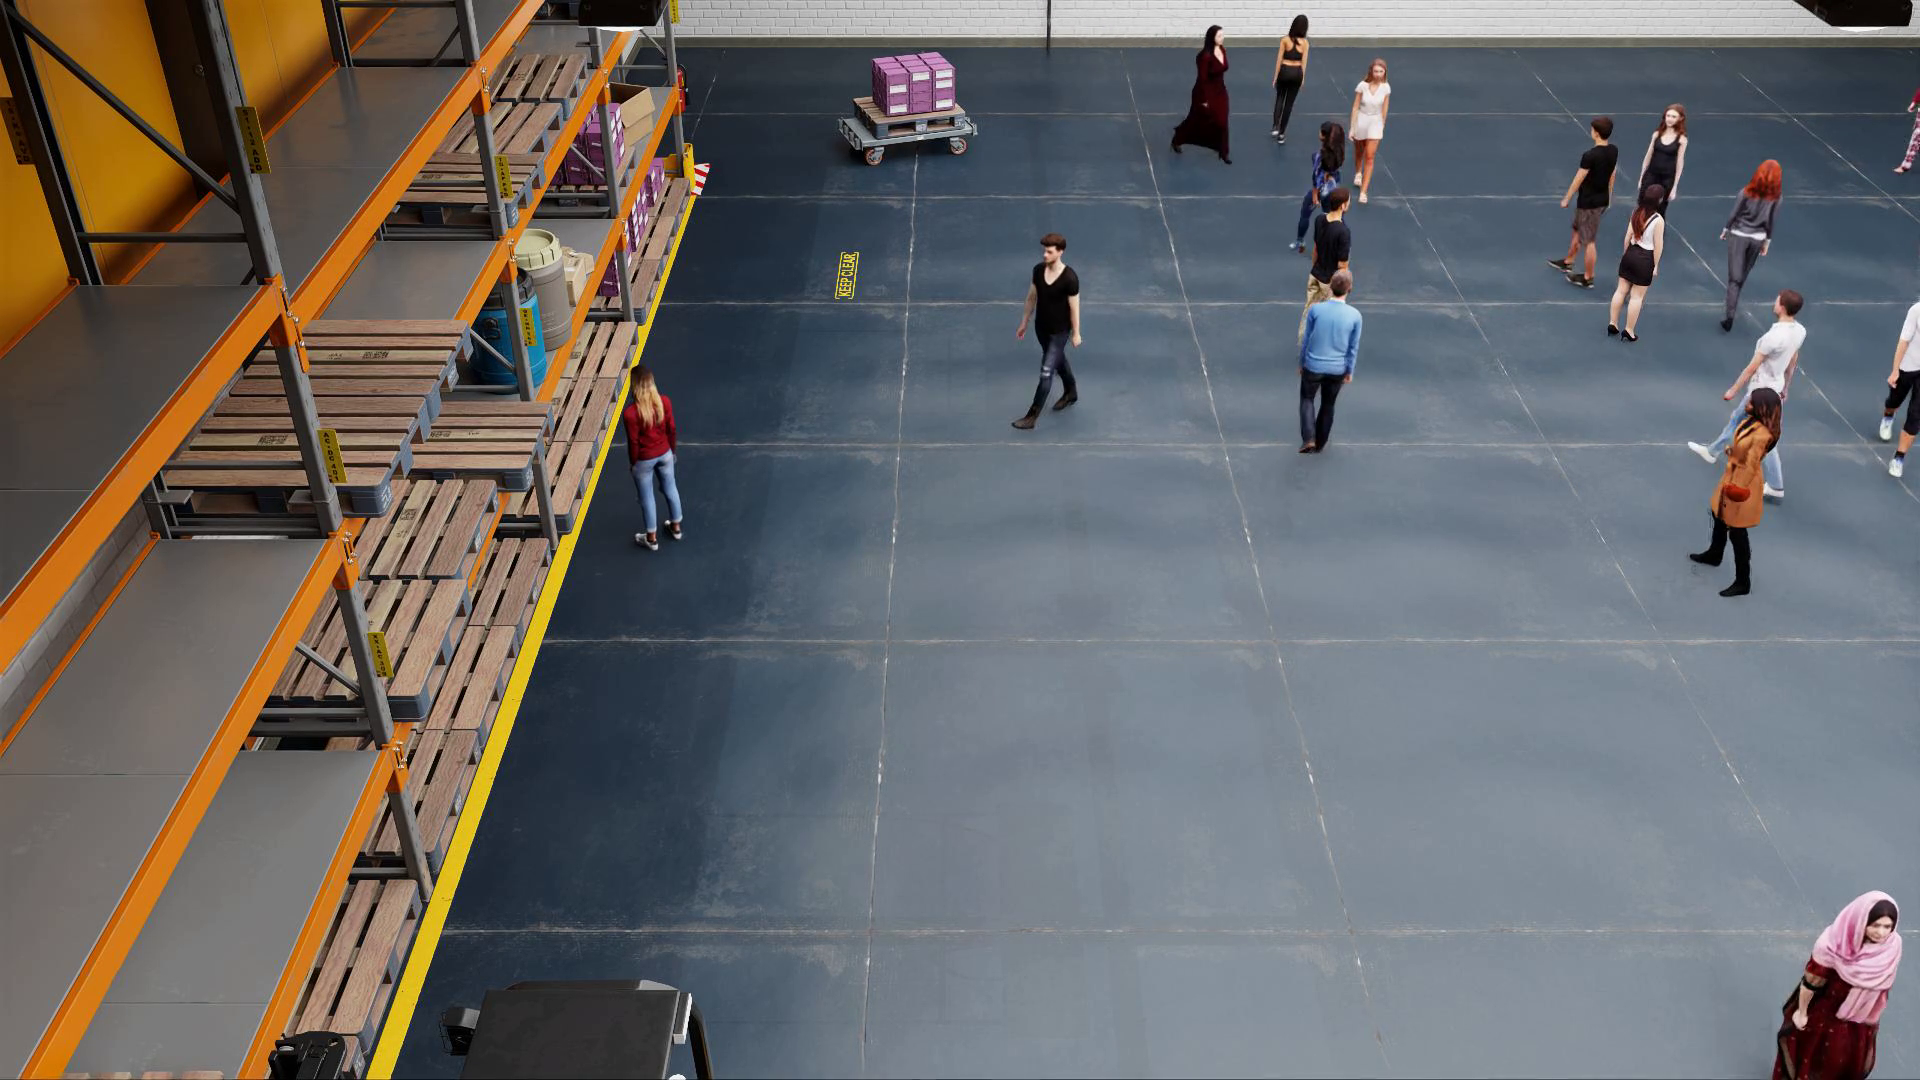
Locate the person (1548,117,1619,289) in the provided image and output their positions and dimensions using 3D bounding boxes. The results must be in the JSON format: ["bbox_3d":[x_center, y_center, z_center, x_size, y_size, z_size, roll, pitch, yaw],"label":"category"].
[{"bbox_3d":[6.816,-3.562,17.739,0.947,1.842,1.023,-25,41,-33],"label":"person"}]

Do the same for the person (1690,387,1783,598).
[{"bbox_3d":[6.162,-0.434,13.145,0.912,1.717,0.700,8,34,12],"label":"person"}]

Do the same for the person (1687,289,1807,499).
[{"bbox_3d":[6.959,-1.211,14.239,1.161,1.800,1.276,-25,41,-32],"label":"person"}]

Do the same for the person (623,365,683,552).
[{"bbox_3d":[-2.522,-0.685,13.599,0.657,1.633,0.710,-27,42,-34],"label":"person"}]

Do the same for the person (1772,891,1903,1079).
[{"bbox_3d":[4.670,2.435,8.913,0.667,1.625,0.693,4,34,7],"label":"person"}]

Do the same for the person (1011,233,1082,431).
[{"bbox_3d":[0.919,-1.961,15.325,1.239,1.847,1.190,-28,42,-35],"label":"person"}]

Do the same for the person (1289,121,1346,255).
[{"bbox_3d":[4.066,-3.812,18.346,1.013,1.585,1.110,-25,41,-33],"label":"person"}]

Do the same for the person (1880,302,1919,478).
[{"bbox_3d":[8.484,-1.556,14.746,1.011,1.814,1.338,14,36,20],"label":"person"}]

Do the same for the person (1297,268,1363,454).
[{"bbox_3d":[3.227,-1.514,14.697,0.776,1.797,0.946,8,34,11],"label":"person"}]

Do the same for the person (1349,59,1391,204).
[{"bbox_3d":[4.903,-4.979,20.043,0.793,1.652,1.195,9,35,13],"label":"person"}]

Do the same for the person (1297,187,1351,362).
[{"bbox_3d":[3.561,-2.549,16.203,0.777,1.854,0.660,-19,38,-26],"label":"person"}]

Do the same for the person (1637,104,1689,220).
[{"bbox_3d":[7.880,-4.055,18.582,0.767,1.729,0.817,21,39,29],"label":"person"}]

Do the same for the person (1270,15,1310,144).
[{"bbox_3d":[4.271,-5.932,21.510,0.626,1.613,0.689,7,34,11],"label":"person"}]

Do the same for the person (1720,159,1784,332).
[{"bbox_3d":[8.012,-2.968,16.954,0.823,1.721,1.204,9,35,13],"label":"person"}]

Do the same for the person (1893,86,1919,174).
[{"bbox_3d":[12.130,-5.399,20.653,0.838,1.675,0.984,-9,35,-13],"label":"person"}]

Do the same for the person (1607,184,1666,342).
[{"bbox_3d":[6.834,-2.794,16.757,0.696,1.650,0.608,-21,39,-28],"label":"person"}]

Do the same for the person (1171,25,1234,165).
[{"bbox_3d":[3.033,-5.590,20.903,1.161,1.716,1.132,26,42,34],"label":"person"}]
